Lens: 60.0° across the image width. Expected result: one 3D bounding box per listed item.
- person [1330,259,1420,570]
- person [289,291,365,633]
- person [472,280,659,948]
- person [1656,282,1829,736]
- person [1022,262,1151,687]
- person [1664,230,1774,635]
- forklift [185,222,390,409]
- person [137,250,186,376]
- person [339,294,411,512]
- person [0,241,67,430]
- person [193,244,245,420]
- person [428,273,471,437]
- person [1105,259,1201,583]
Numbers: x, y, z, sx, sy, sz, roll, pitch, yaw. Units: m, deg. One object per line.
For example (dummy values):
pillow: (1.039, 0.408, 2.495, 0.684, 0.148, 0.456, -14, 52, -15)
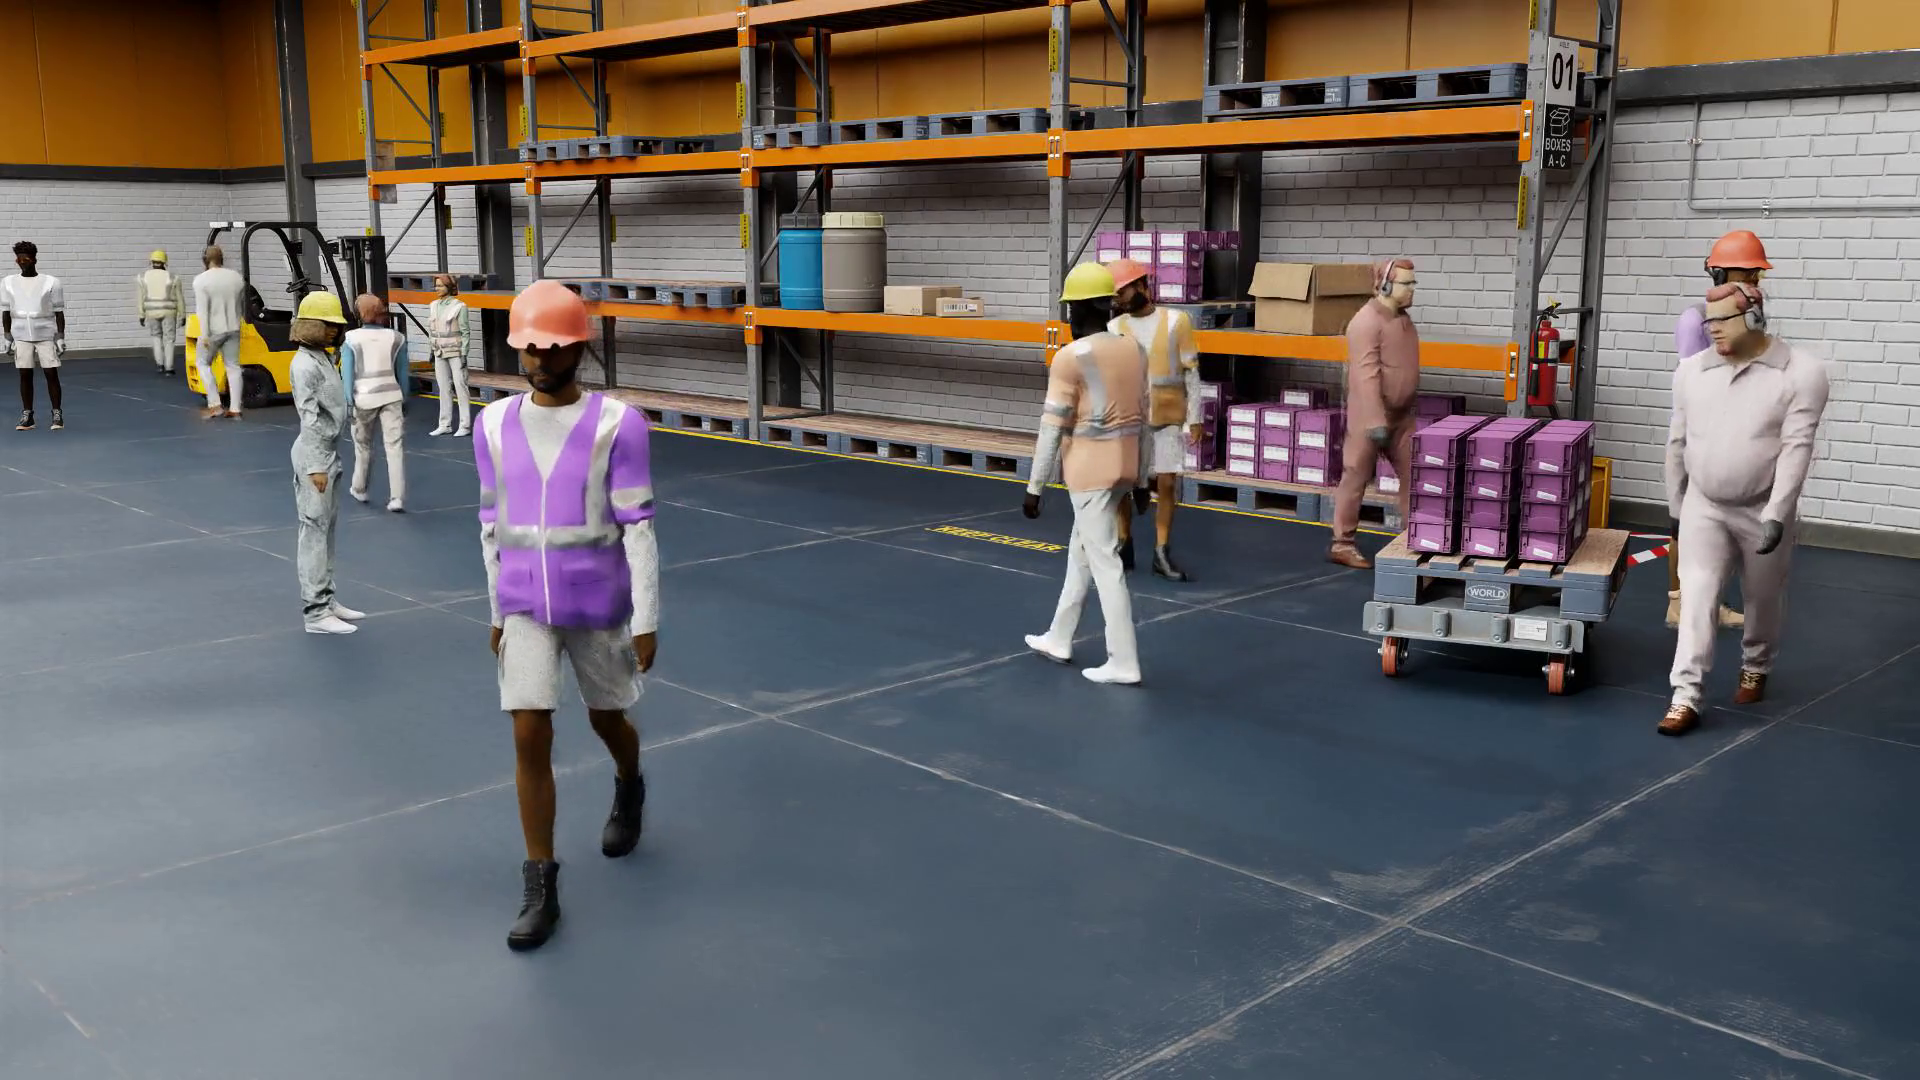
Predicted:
person: (2.609, -0.720, 9.923, 0.642, 1.874, 0.864, -10, 14, -43)
person: (-3.254, -0.398, 8.539, 0.313, 1.739, 0.485, -2, 11, -9)
person: (-1.169, 0.164, 5.044, 0.557, 1.904, 0.940, 1, 10, 5)
person: (3.240, -0.147, 6.936, 0.626, 1.844, 1.044, 8, 13, 38)
person: (0.524, -0.302, 7.584, 0.872, 1.890, 0.611, 9, 14, 41)
person: (3.882, -0.537, 8.466, 0.607, 2.044, 0.371, -6, 12, -31)
forklift: (-8.169, -2.758, 20.163, 2.313, 2.155, 1.214, -10, 14, -44)
person: (-11.497, -3.275, 24.025, 0.618, 1.810, 0.566, -2, 11, -12)
person: (-4.325, -1.020, 12.319, 0.533, 1.584, 0.879, -7, 13, -35)
person: (-9.647, -2.125, 17.335, 0.607, 1.966, 0.367, -3, 11, -15)
person: (-8.107, -2.258, 18.187, 0.554, 1.916, 0.620, 7, 12, 33)
person: (-5.141, -1.855, 16.748, 0.513, 1.642, 0.311, 5, 12, 27)
person: (1.098, -0.699, 9.798, 0.655, 1.885, 0.399, 2, 11, 12)
